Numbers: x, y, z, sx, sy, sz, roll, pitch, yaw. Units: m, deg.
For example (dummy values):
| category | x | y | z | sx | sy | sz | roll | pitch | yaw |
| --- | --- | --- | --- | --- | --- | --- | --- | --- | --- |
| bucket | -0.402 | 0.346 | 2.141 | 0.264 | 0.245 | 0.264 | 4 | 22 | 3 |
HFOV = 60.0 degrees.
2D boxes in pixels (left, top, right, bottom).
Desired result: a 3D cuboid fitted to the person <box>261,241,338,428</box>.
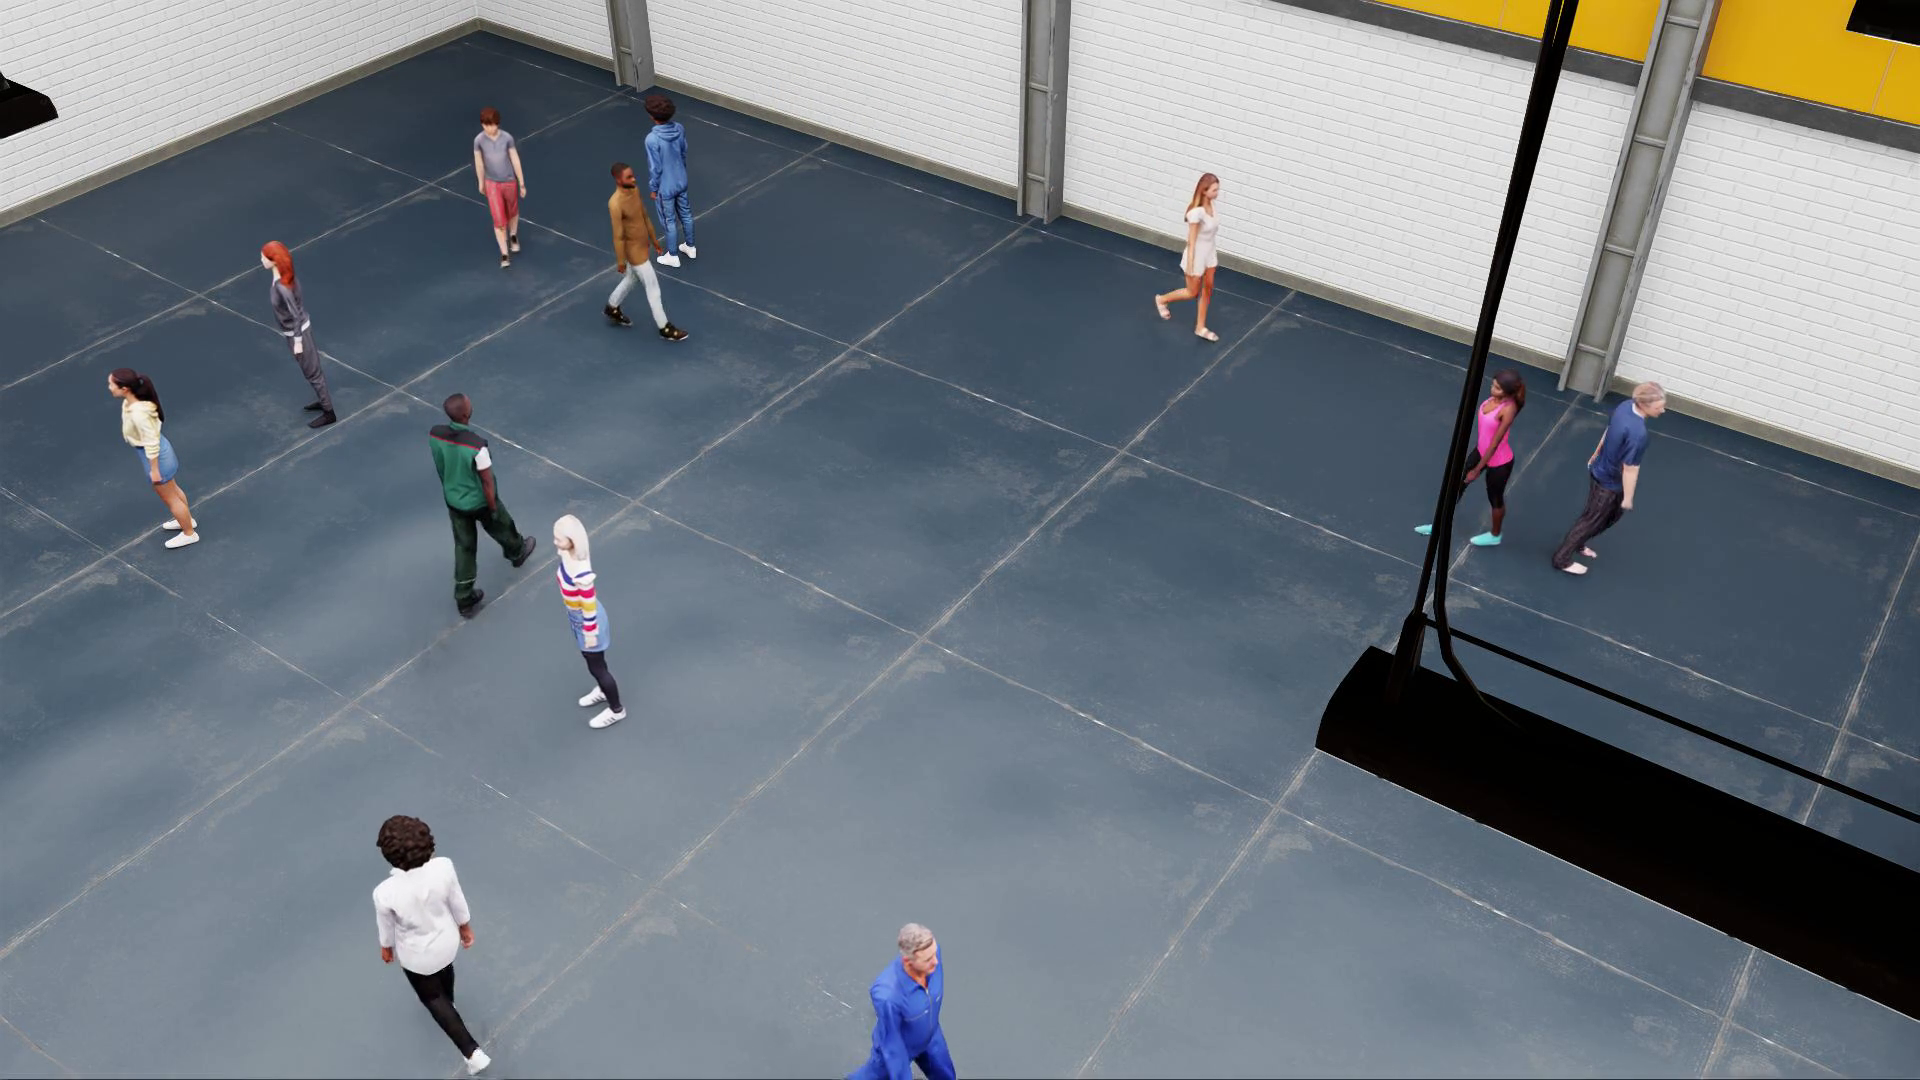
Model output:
| category | x | y | z | sx | sy | sz | roll | pitch | yaw |
| --- | --- | --- | --- | --- | --- | --- | --- | --- | --- |
| person | -5.769 | -1.803 | 14.494 | 0.707 | 1.779 | 0.603 | -14 | 41 | -17 |

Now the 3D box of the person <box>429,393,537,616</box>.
| category | x | y | z | sx | sy | sz | roll | pitch | yaw |
| --- | --- | --- | --- | --- | --- | --- | --- | --- | --- |
| person | -3.733 | -0.249 | 12.538 | 1.197 | 1.790 | 0.958 | 13 | 40 | 16 |

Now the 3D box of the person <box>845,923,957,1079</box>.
| category | x | y | z | sx | sy | sz | roll | pitch | yaw |
| --- | --- | --- | --- | --- | --- | --- | --- | --- | --- |
| person | -0.366 | 2.650 | 8.919 | 1.191 | 1.777 | 0.773 | 26 | 45 | 29 |

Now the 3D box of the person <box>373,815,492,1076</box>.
| category | x | y | z | sx | sy | sz | roll | pitch | yaw |
| --- | --- | --- | --- | --- | --- | --- | --- | --- | --- |
| person | -2.958 | 2.298 | 9.352 | 0.785 | 1.785 | 1.145 | -31 | 48 | -33 |

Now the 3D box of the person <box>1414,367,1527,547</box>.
| category | x | y | z | sx | sy | sz | roll | pitch | yaw |
| --- | --- | --- | --- | --- | --- | --- | --- | --- | --- |
| person | 4.274 | -0.622 | 13.080 | 0.980 | 1.696 | 0.903 | -4 | 39 | -5 |

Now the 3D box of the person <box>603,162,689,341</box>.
| category | x | y | z | sx | sy | sz | roll | pitch | yaw |
| --- | --- | --- | --- | --- | --- | --- | --- | --- | --- |
| person | -3.116 | -2.737 | 15.657 | 1.232 | 1.786 | 0.961 | 7 | 39 | 9 |

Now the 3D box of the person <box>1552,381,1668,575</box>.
| category | x | y | z | sx | sy | sz | roll | pitch | yaw |
| --- | --- | --- | --- | --- | --- | --- | --- | --- | --- |
| person | 4.936 | -0.480 | 12.796 | 0.814 | 1.830 | 0.789 | 1 | 39 | 2 |

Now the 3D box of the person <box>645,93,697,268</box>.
| category | x | y | z | sx | sy | sz | roll | pitch | yaw |
| --- | --- | --- | --- | --- | --- | --- | --- | --- | --- |
| person | -2.928 | -3.628 | 16.756 | 0.564 | 1.807 | 0.686 | 27 | 46 | 29 |

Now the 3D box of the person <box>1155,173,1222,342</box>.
| category | x | y | z | sx | sy | sz | roll | pitch | yaw |
| --- | --- | --- | --- | --- | --- | --- | --- | --- | --- |
| person | 2.198 | -2.702 | 15.700 | 0.927 | 1.679 | 0.594 | 26 | 45 | 29 |

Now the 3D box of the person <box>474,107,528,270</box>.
| category | x | y | z | sx | sy | sz | roll | pitch | yaw |
| --- | --- | --- | --- | --- | --- | --- | --- | --- | --- |
| person | -4.668 | -3.658 | 16.942 | 1.030 | 1.621 | 1.132 | -9 | 39 | -11 |

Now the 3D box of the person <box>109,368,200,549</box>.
| category | x | y | z | sx | sy | sz | roll | pitch | yaw |
| --- | --- | --- | --- | --- | --- | --- | --- | --- | --- |
| person | -6.386 | -0.669 | 13.192 | 0.787 | 1.631 | 0.672 | -15 | 41 | -18 |

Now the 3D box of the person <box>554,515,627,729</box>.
| category | x | y | z | sx | sy | sz | roll | pitch | yaw |
| --- | --- | --- | --- | --- | --- | --- | --- | --- | --- |
| person | -2.573 | 0.546 | 11.532 | 0.773 | 1.804 | 0.624 | -17 | 42 | -20 |
